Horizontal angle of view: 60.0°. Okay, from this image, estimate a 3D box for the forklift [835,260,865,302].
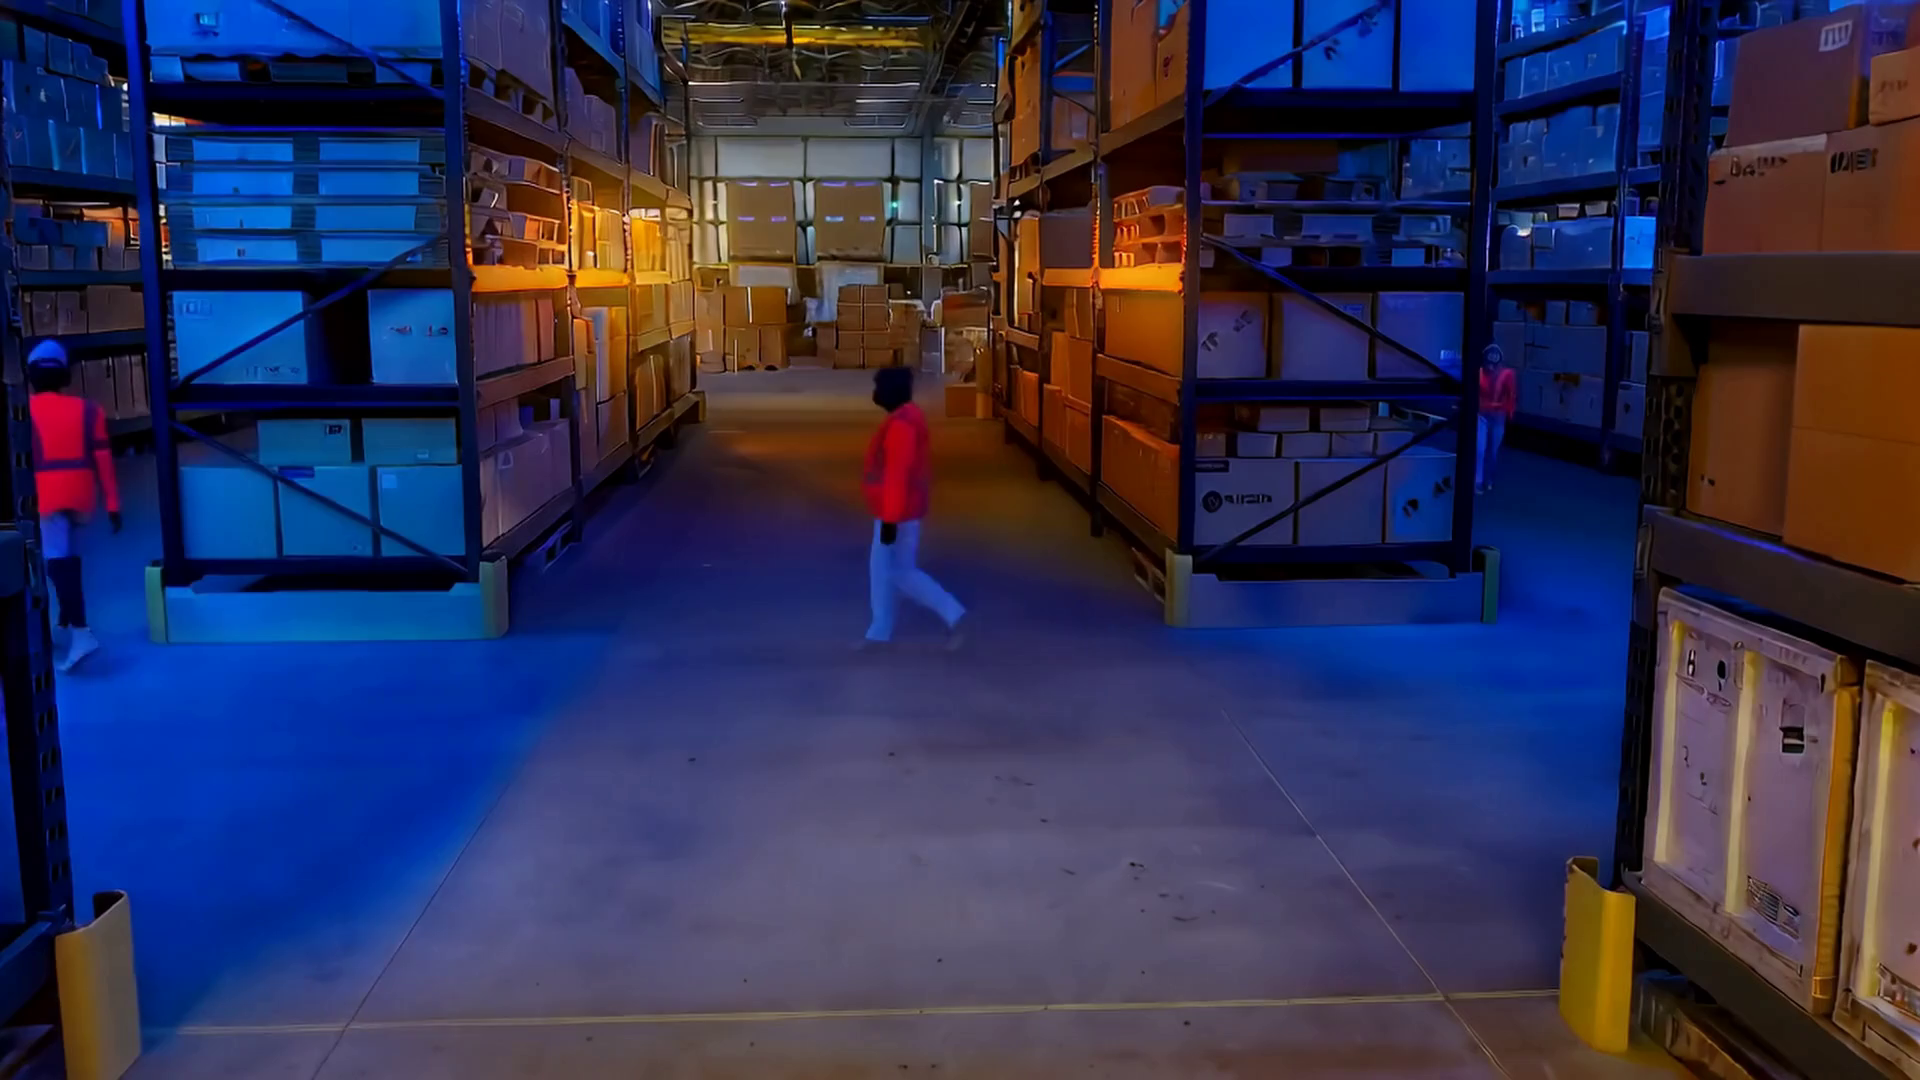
[{"bbox_3d":[-3.422,-7.311,51.737,1.129,2.768,1.873,-1,9,-4],"label":"forklift"}]

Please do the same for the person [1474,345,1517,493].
[{"bbox_3d":[5.737,-1.298,17.980,0.525,1.599,0.836,2,9,13],"label":"person"}]

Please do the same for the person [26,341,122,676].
[{"bbox_3d":[-5.435,-0.210,10.058,1.133,1.974,0.675,8,12,40],"label":"person"}]

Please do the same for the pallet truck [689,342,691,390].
[{"bbox_3d":[-5.225,-3.008,27.480,1.885,1.965,0.823,2,9,14],"label":"pallet truck"}]

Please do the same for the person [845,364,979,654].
[{"bbox_3d":[-0.297,-0.166,10.193,0.757,1.826,0.621,0,9,-1],"label":"person"}]
